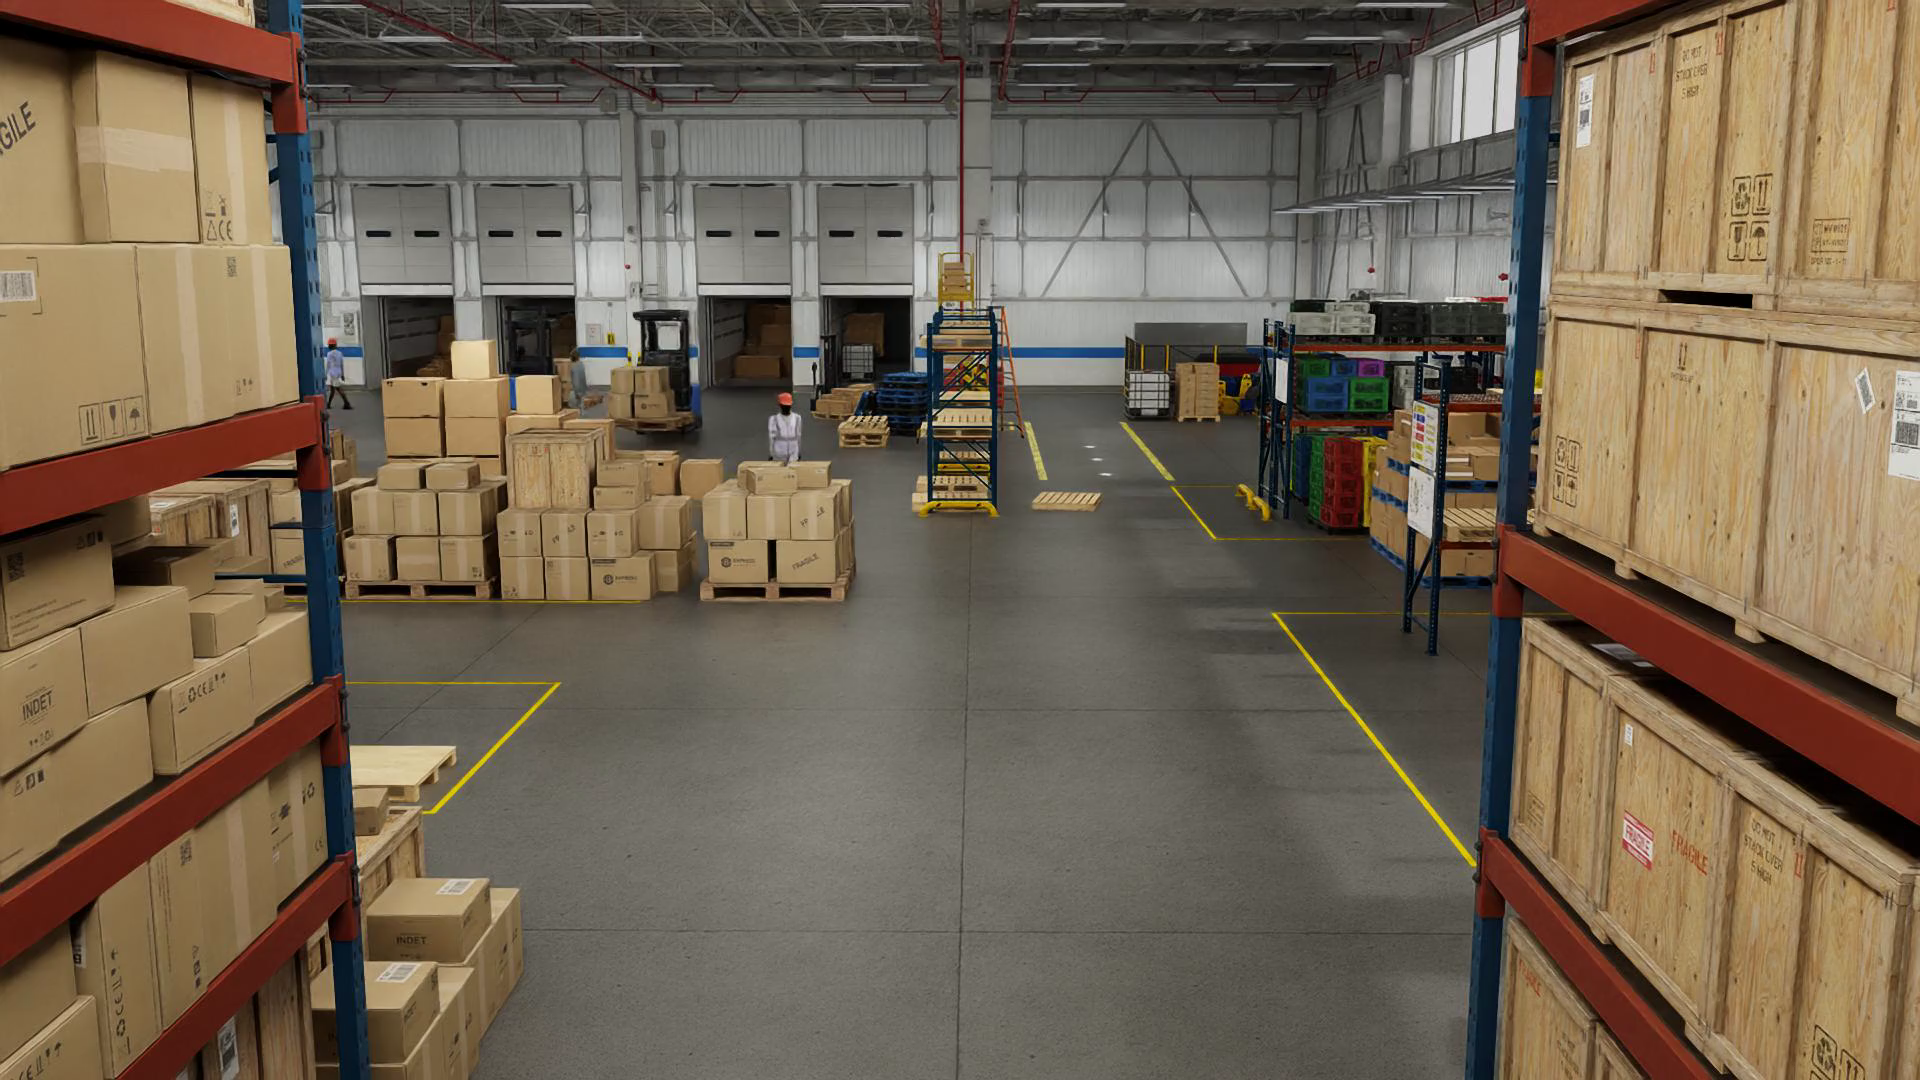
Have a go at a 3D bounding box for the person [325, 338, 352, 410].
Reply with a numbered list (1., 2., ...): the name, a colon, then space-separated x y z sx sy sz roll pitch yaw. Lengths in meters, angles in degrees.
1. person: -16.452 -4.374 43.806 0.993 1.895 0.544 2 10 11

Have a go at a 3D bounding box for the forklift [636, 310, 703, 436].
1. forklift: -6.631 -3.862 37.981 1.129 2.768 1.873 1 10 5

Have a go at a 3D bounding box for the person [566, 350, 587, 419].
1. person: -8.763 -3.385 37.993 0.446 1.918 0.632 1 10 5

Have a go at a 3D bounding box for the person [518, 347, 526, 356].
1. person: -11.247 -4.107 42.810 0.541 1.695 0.316 -8 13 -40

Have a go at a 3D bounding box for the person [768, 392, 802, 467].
1. person: -2.839 -1.459 26.947 0.555 1.906 0.912 -3 10 -17

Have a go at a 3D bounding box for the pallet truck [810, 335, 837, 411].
1. pallet truck: -3.021 -4.312 43.126 1.885 1.965 0.823 3 10 17

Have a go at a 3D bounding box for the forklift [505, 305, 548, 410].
1. forklift: -10.736 -4.433 41.277 1.129 2.768 1.873 0 10 1
